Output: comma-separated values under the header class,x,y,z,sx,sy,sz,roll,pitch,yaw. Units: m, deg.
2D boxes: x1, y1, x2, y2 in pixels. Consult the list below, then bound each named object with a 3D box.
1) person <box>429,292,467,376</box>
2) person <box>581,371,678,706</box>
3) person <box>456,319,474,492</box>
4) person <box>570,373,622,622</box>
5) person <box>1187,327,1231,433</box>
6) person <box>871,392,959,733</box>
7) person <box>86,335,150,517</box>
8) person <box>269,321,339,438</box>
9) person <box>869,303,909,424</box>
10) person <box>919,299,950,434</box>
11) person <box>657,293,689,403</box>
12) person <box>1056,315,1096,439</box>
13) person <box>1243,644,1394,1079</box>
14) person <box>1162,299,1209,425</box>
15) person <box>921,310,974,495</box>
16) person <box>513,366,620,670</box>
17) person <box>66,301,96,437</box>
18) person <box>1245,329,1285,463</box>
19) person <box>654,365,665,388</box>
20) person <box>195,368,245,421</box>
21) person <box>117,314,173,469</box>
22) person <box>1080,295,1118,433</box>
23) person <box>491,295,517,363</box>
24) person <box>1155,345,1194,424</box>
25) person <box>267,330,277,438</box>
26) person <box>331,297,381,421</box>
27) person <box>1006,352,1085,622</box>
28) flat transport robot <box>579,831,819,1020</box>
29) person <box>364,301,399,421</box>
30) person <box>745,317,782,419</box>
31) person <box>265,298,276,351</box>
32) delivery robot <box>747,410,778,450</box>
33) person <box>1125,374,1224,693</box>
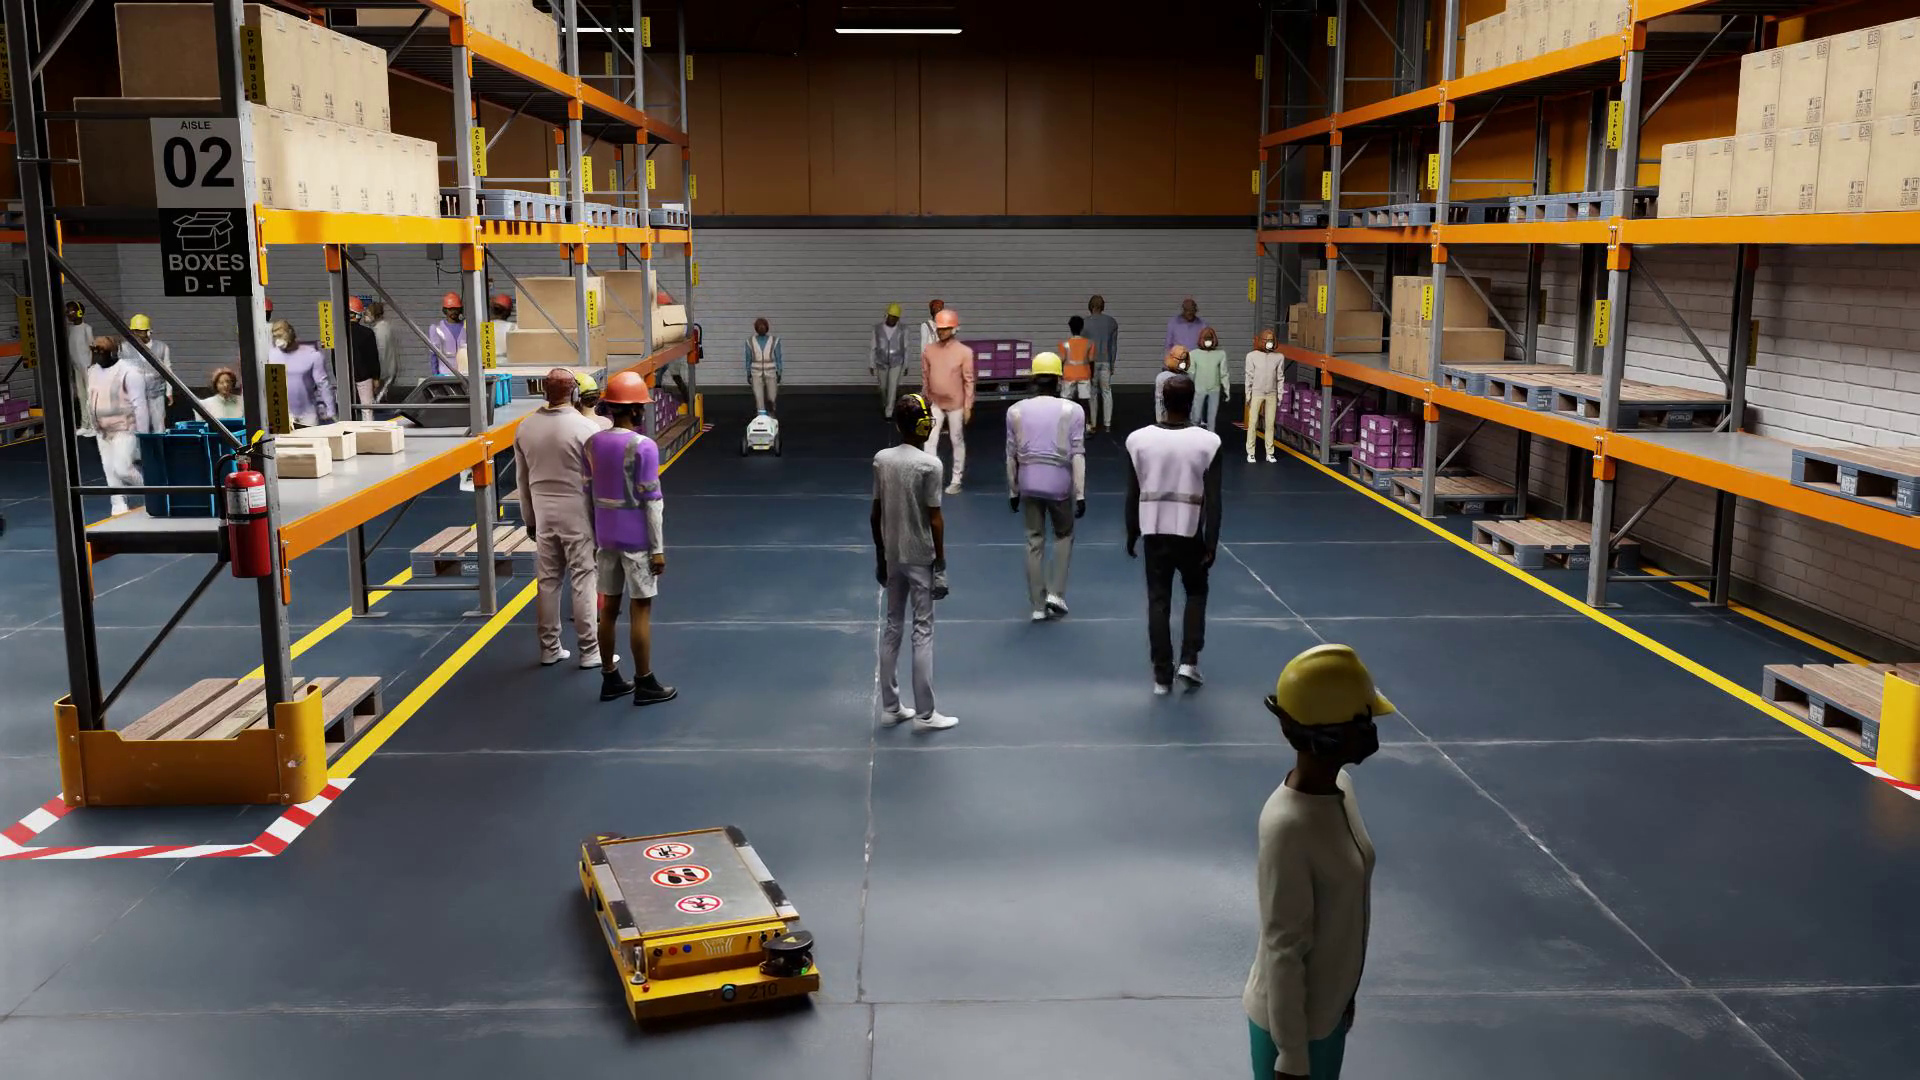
class,x,y,z,sx,sy,sz,roll,pitch,yaw
person,-6.393,-2.115,21.120,0.609,2.044,0.395,-5,11,-27
person,-1.927,-0.008,9.676,0.547,1.937,0.379,6,12,31
person,-5.214,-1.481,17.945,0.399,1.919,0.588,1,10,3
person,-2.622,-0.298,11.779,0.329,1.765,0.526,4,11,20
person,3.079,-1.817,20.638,0.516,1.621,0.375,-1,10,-4
person,-0.266,0.128,9.141,0.512,1.861,0.330,9,13,40
person,-7.926,-1.030,15.695,0.642,1.824,0.487,5,11,24
person,-6.558,-1.222,16.546,0.732,1.885,0.978,-3,11,-18
person,-1.051,-2.654,24.861,0.590,1.788,0.865,1,10,3
person,-0.337,-2.397,23.143,0.360,1.883,0.574,7,13,36
person,-4.670,-2.899,25.948,0.997,1.873,0.553,-3,11,-18
person,1.580,-2.209,22.707,0.575,1.710,0.522,-2,10,-9
person,0.831,1.110,3.918,0.300,1.772,0.530,5,11,24
person,3.267,-2.569,24.166,0.686,1.868,0.619,-1,10,-4
person,-0.189,-1.409,17.406,0.652,1.957,0.942,4,11,23
person,-2.458,-0.136,10.474,0.652,1.908,0.409,4,11,21
person,-12.093,-2.351,22.917,0.519,1.873,0.335,6,12,32
person,3.701,-1.747,20.239,0.497,1.629,0.277,-1,10,-8
person,-4.608,-2.601,24.879,0.486,1.658,0.538,1,10,5
person,-6.278,-0.672,14.314,0.546,1.595,0.832,-8,13,-36
person,-9.654,-1.759,19.732,0.594,1.828,0.403,-4,11,-23
person,1.919,-2.469,23.384,0.629,1.940,0.378,-5,11,-26
person,-5.989,-2.200,21.773,0.624,1.975,1.056,-1,10,-3
person,2.207,-1.176,17.042,0.497,1.631,0.285,-7,12,-34
person,-8.041,-1.599,19.170,0.530,1.709,0.937,6,12,29
person,-7.512,-2.022,20.739,0.611,1.995,0.375,1,10,7
person,0.621,-0.376,11.807,0.612,1.904,0.501,4,11,19
flat transport robot,-1.046,1.412,6.408,0.652,0.197,1.431,-4,11,-20
person,-7.490,-2.124,21.501,0.444,1.921,0.657,-2,10,-9
person,-2.787,-2.351,23.621,0.510,1.623,0.529,-1,10,-5
person,-9.296,-2.279,22.332,0.548,1.937,0.379,-3,11,-16
delivery robot,-2.487,-1.390,20.971,0.477,0.478,0.707,0,10,-1
person,1.271,-0.036,9.959,0.597,1.901,0.490,3,11,14
